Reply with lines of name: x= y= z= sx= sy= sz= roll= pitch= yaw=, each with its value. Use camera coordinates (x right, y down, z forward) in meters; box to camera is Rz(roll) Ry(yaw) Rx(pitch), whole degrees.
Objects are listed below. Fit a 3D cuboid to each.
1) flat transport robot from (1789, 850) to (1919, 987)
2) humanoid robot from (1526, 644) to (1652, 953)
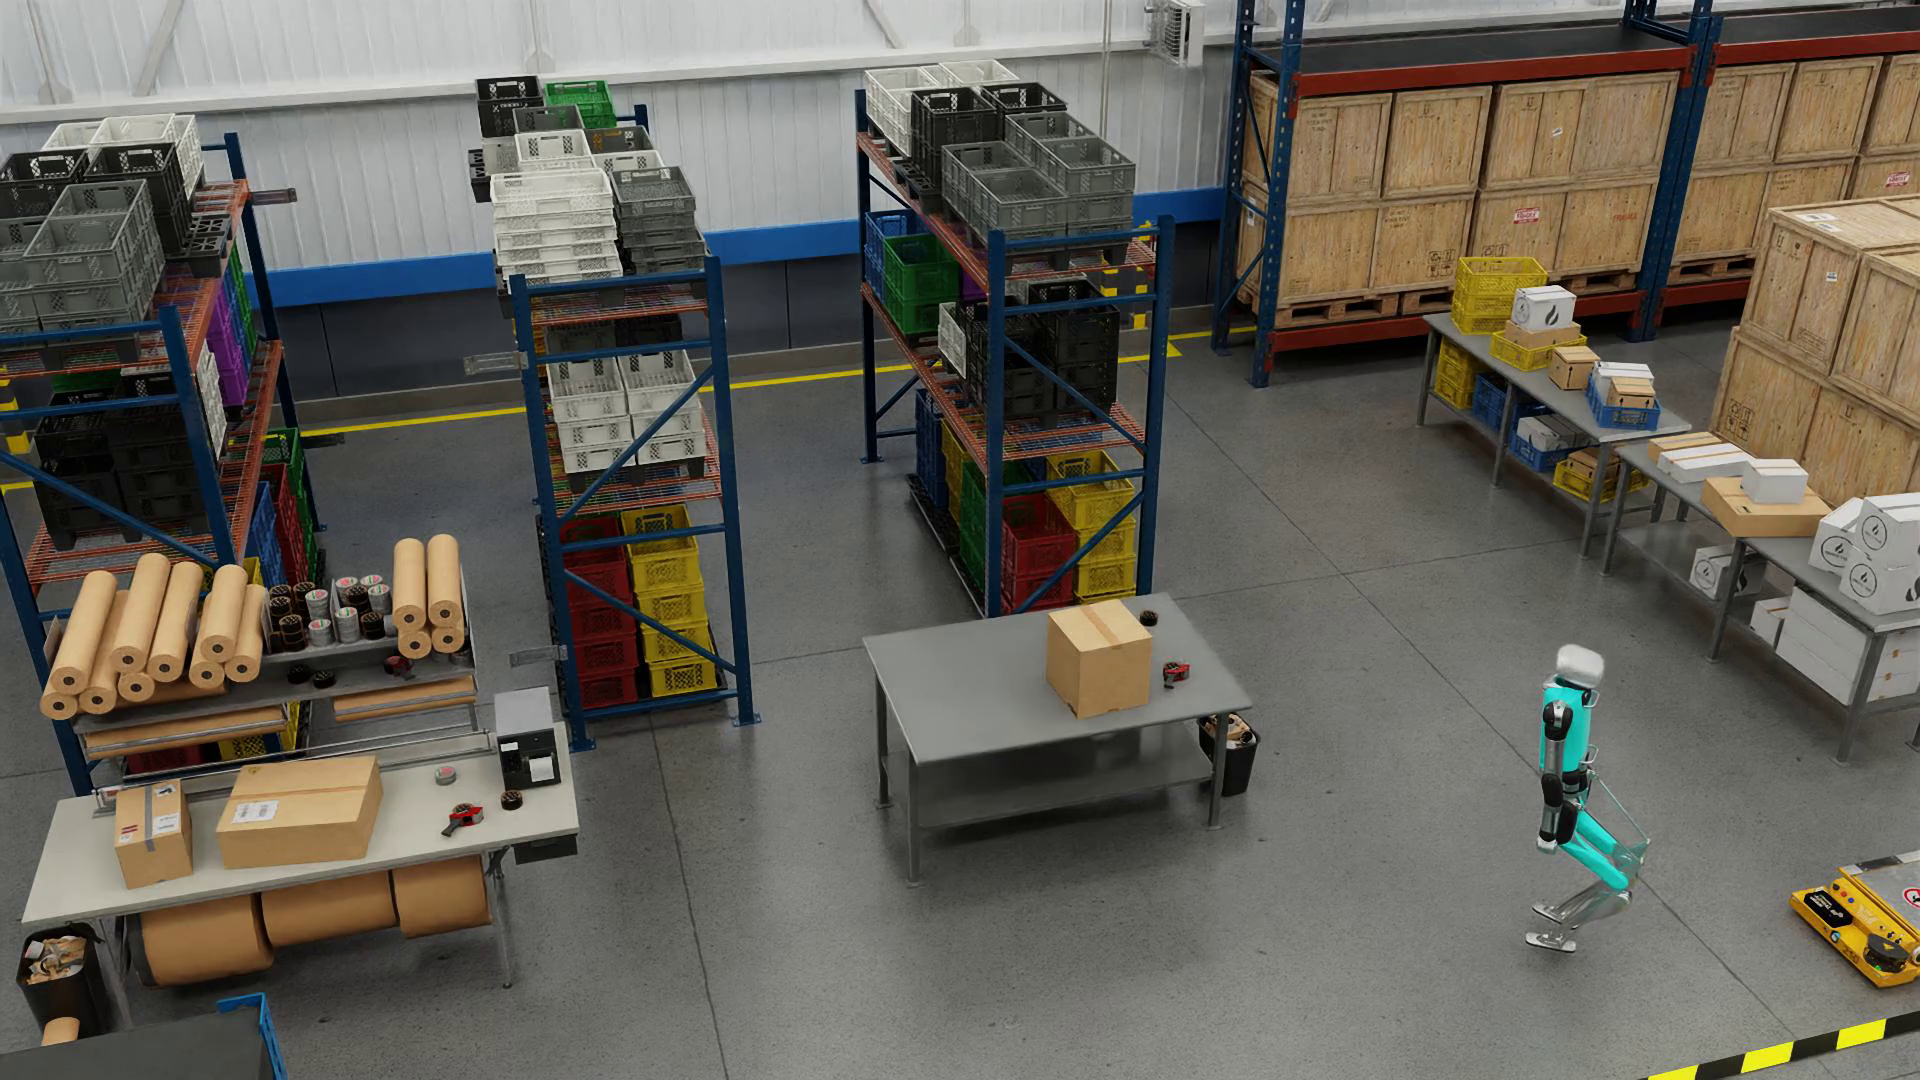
flat transport robot: x=5.163 y=1.916 z=8.676 sx=1.431 sy=0.231 sz=0.659 roll=-8 pitch=30 yaw=-14
humanoid robot: x=3.115 y=1.314 z=8.102 sx=0.735 sy=1.681 sz=0.533 roll=16 pitch=32 yaw=26
